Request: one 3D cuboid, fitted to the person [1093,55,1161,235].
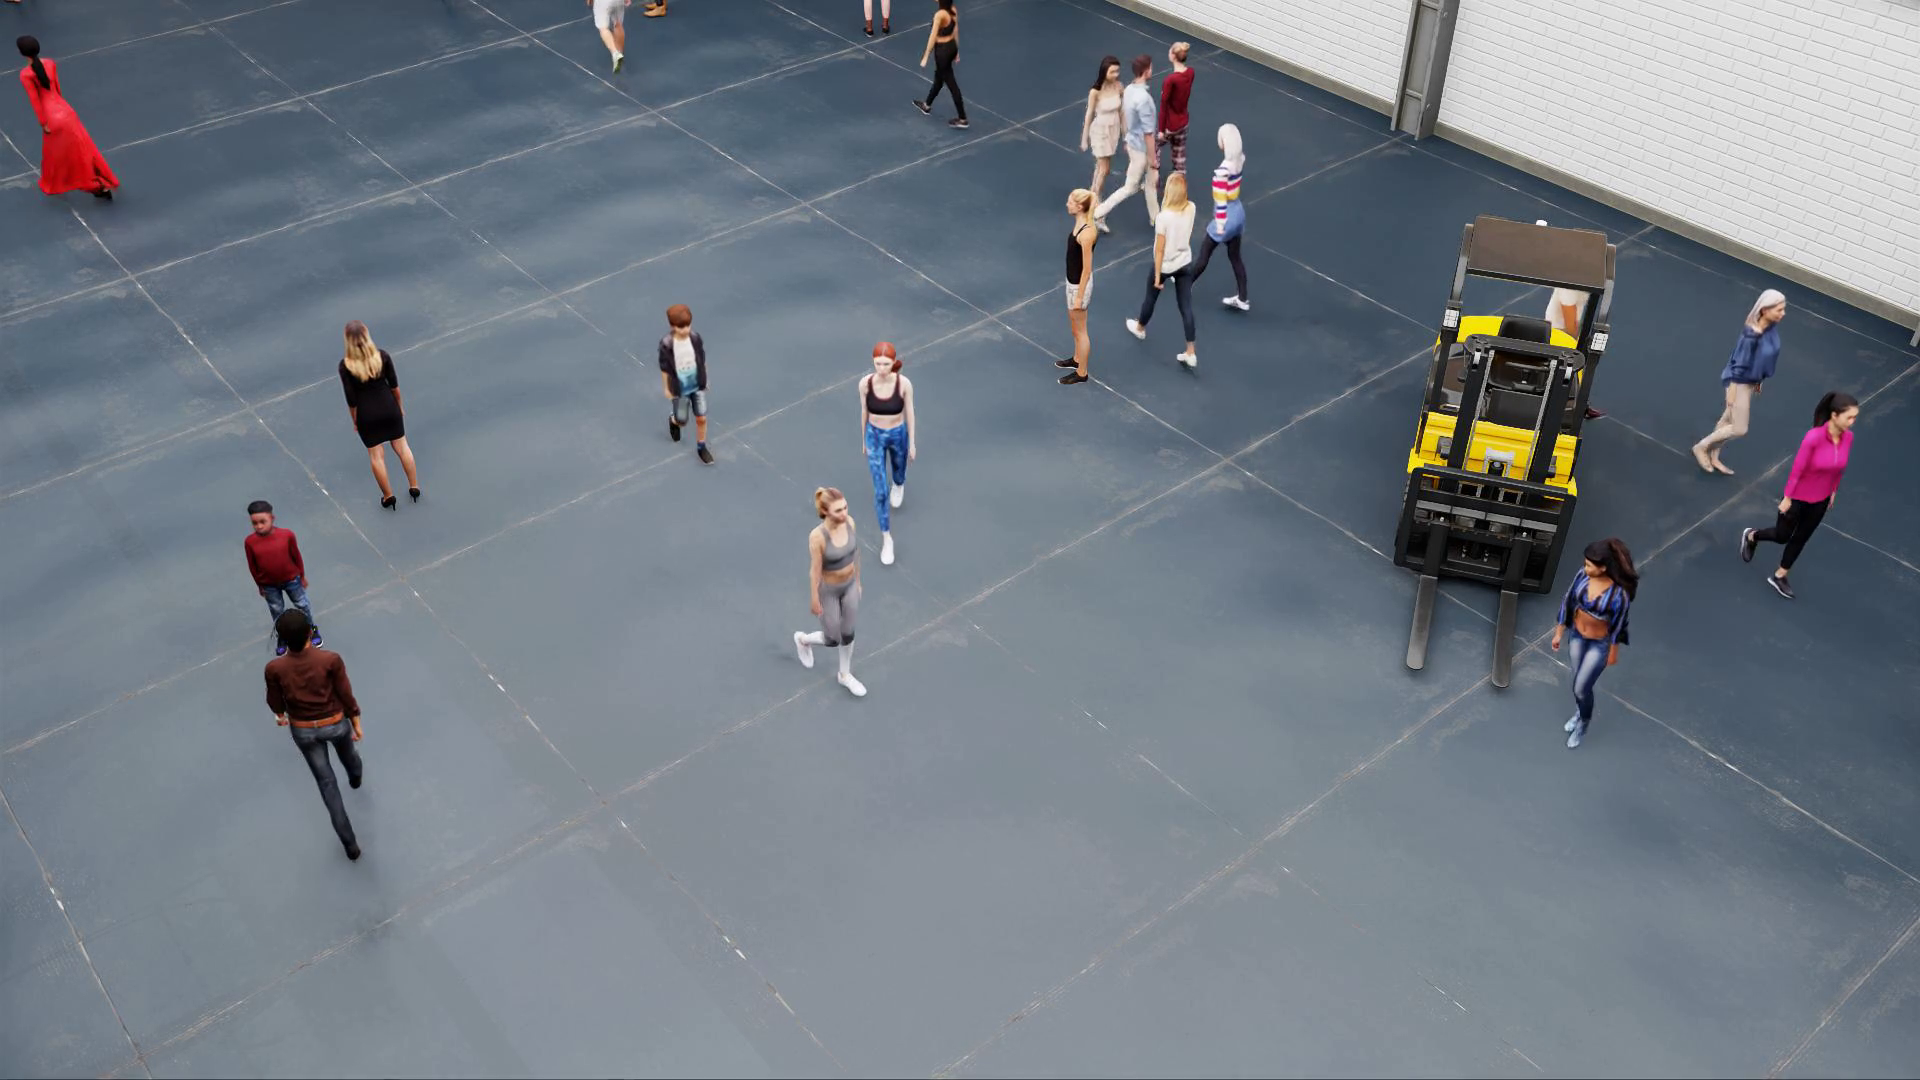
[{"bbox_3d":[1.680,-3.851,16.421,1.147,1.807,1.206,-1,39,-1],"label":"person"}]

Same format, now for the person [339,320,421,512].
[{"bbox_3d":[-4.523,-0.965,12.913,0.572,1.675,0.494,-23,44,-26],"label":"person"}]

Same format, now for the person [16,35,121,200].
[{"bbox_3d":[-9.141,-4.255,16.994,1.227,1.734,1.022,12,40,14],"label":"person"}]

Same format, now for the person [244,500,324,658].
[{"bbox_3d":[-4.804,0.245,11.734,0.568,1.256,0.584,-12,40,-15],"label":"person"}]

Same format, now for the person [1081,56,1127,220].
[{"bbox_3d":[1.402,-4.098,16.805,0.606,1.714,0.663,-24,44,-27],"label":"person"}]

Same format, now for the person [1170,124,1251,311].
[{"bbox_3d":[2.541,-2.918,15.291,1.146,1.759,0.844,23,44,26],"label":"person"}]

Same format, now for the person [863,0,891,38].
[{"bbox_3d":[-1.057,-7.113,20.575,0.697,1.721,0.692,-8,39,-10],"label":"person"}]

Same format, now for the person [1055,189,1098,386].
[{"bbox_3d":[1.030,-2.206,14.332,0.752,1.845,0.671,0,39,0],"label":"person"}]

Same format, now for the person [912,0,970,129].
[{"bbox_3d":[-0.089,-5.343,18.446,1.086,1.612,0.793,19,43,23],"label":"person"}]

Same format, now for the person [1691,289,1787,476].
[{"bbox_3d":[6.171,-1.276,13.298,0.635,1.691,0.624,-31,48,-33],"label":"person"}]

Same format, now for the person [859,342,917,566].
[{"bbox_3d":[-0.536,-0.751,12.587,1.049,1.759,1.155,1,39,1],"label":"person"}]

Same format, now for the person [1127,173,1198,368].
[{"bbox_3d":[1.926,-2.328,14.547,0.805,1.765,1.212,-18,42,-21],"label":"person"}]

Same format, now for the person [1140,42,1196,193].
[{"bbox_3d":[2.240,-4.242,17.009,0.673,1.684,0.775,-30,47,-32],"label":"person"}]

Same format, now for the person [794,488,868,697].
[{"bbox_3d":[-0.897,0.313,11.298,0.864,1.694,0.620,30,47,32],"label":"person"}]

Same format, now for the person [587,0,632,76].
[{"bbox_3d":[-4.122,-6.382,19.569,0.858,1.835,1.092,-15,41,-18],"label":"person"}]

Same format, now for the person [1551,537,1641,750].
[{"bbox_3d":[4.201,0.624,10.974,0.705,1.612,0.577,-27,46,-29],"label":"person"}]

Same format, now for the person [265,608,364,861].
[{"bbox_3d":[-3.896,1.212,10.142,0.931,1.732,1.213,-12,40,-15],"label":"person"}]

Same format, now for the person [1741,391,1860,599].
[{"bbox_3d":[6.144,-0.377,12.171,0.796,1.692,0.916,-8,39,-10],"label":"person"}]

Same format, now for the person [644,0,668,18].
[{"bbox_3d":[-3.932,-7.534,21.110,0.750,1.711,0.663,-2,39,-2],"label":"person"}]

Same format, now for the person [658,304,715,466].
[{"bbox_3d":[-2.241,-1.295,13.519,0.603,1.436,0.796,-21,43,-24],"label":"person"}]
